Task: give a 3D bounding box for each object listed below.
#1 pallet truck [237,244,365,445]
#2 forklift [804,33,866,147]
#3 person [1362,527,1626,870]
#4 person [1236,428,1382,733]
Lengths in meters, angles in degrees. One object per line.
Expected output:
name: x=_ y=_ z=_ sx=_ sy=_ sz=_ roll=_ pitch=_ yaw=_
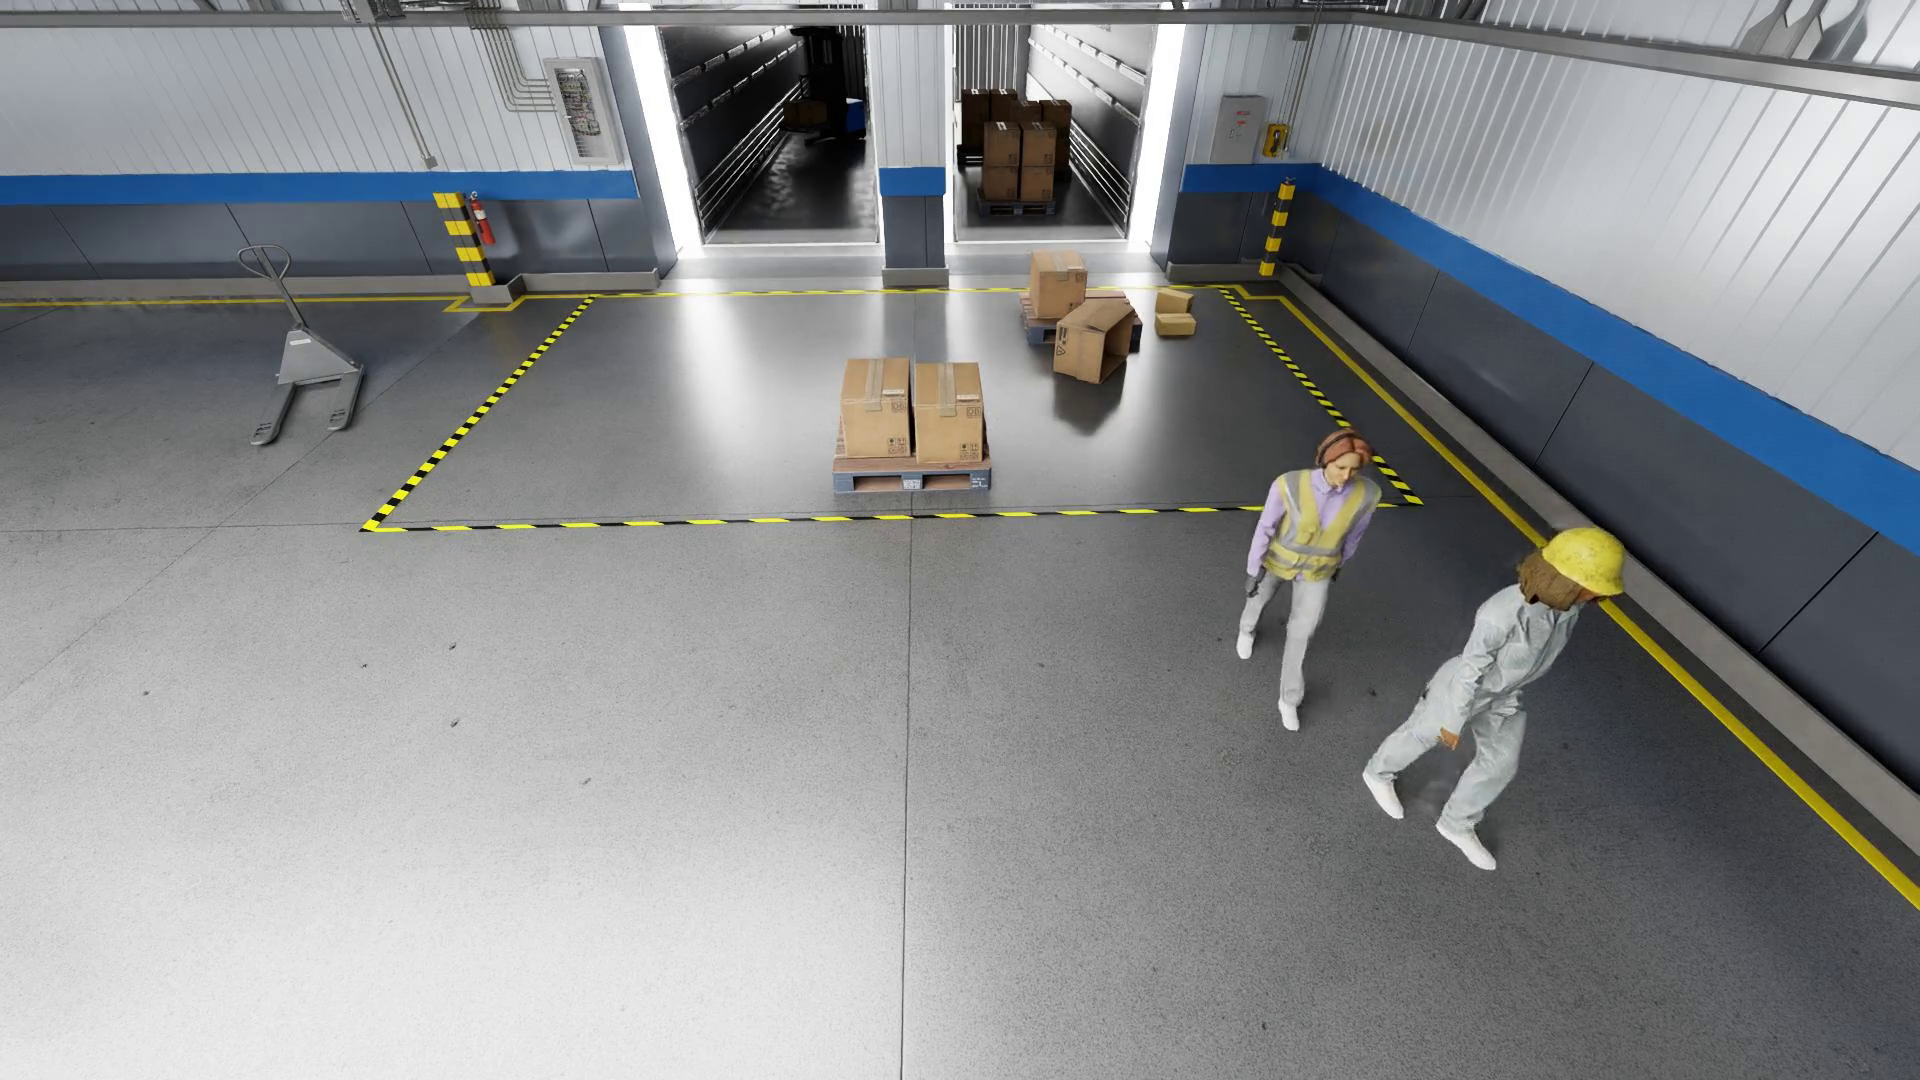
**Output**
pallet truck: x=-5.915 y=-1.733 z=6.366 sx=0.680 sy=1.201 sz=1.601 roll=-18 pitch=42 yaw=-21
forklift: x=-2.628 y=-9.748 z=15.821 sx=0.716 sy=2.013 sz=0.776 roll=19 pitch=42 yaw=23
person: x=2.149 y=0.674 z=2.940 sx=0.501 sy=1.722 sz=0.607 roll=-10 pitch=40 yaw=-13
person: x=1.676 y=0.184 z=3.648 sx=0.517 sy=1.605 sz=0.803 roll=9 pitch=39 yaw=11
